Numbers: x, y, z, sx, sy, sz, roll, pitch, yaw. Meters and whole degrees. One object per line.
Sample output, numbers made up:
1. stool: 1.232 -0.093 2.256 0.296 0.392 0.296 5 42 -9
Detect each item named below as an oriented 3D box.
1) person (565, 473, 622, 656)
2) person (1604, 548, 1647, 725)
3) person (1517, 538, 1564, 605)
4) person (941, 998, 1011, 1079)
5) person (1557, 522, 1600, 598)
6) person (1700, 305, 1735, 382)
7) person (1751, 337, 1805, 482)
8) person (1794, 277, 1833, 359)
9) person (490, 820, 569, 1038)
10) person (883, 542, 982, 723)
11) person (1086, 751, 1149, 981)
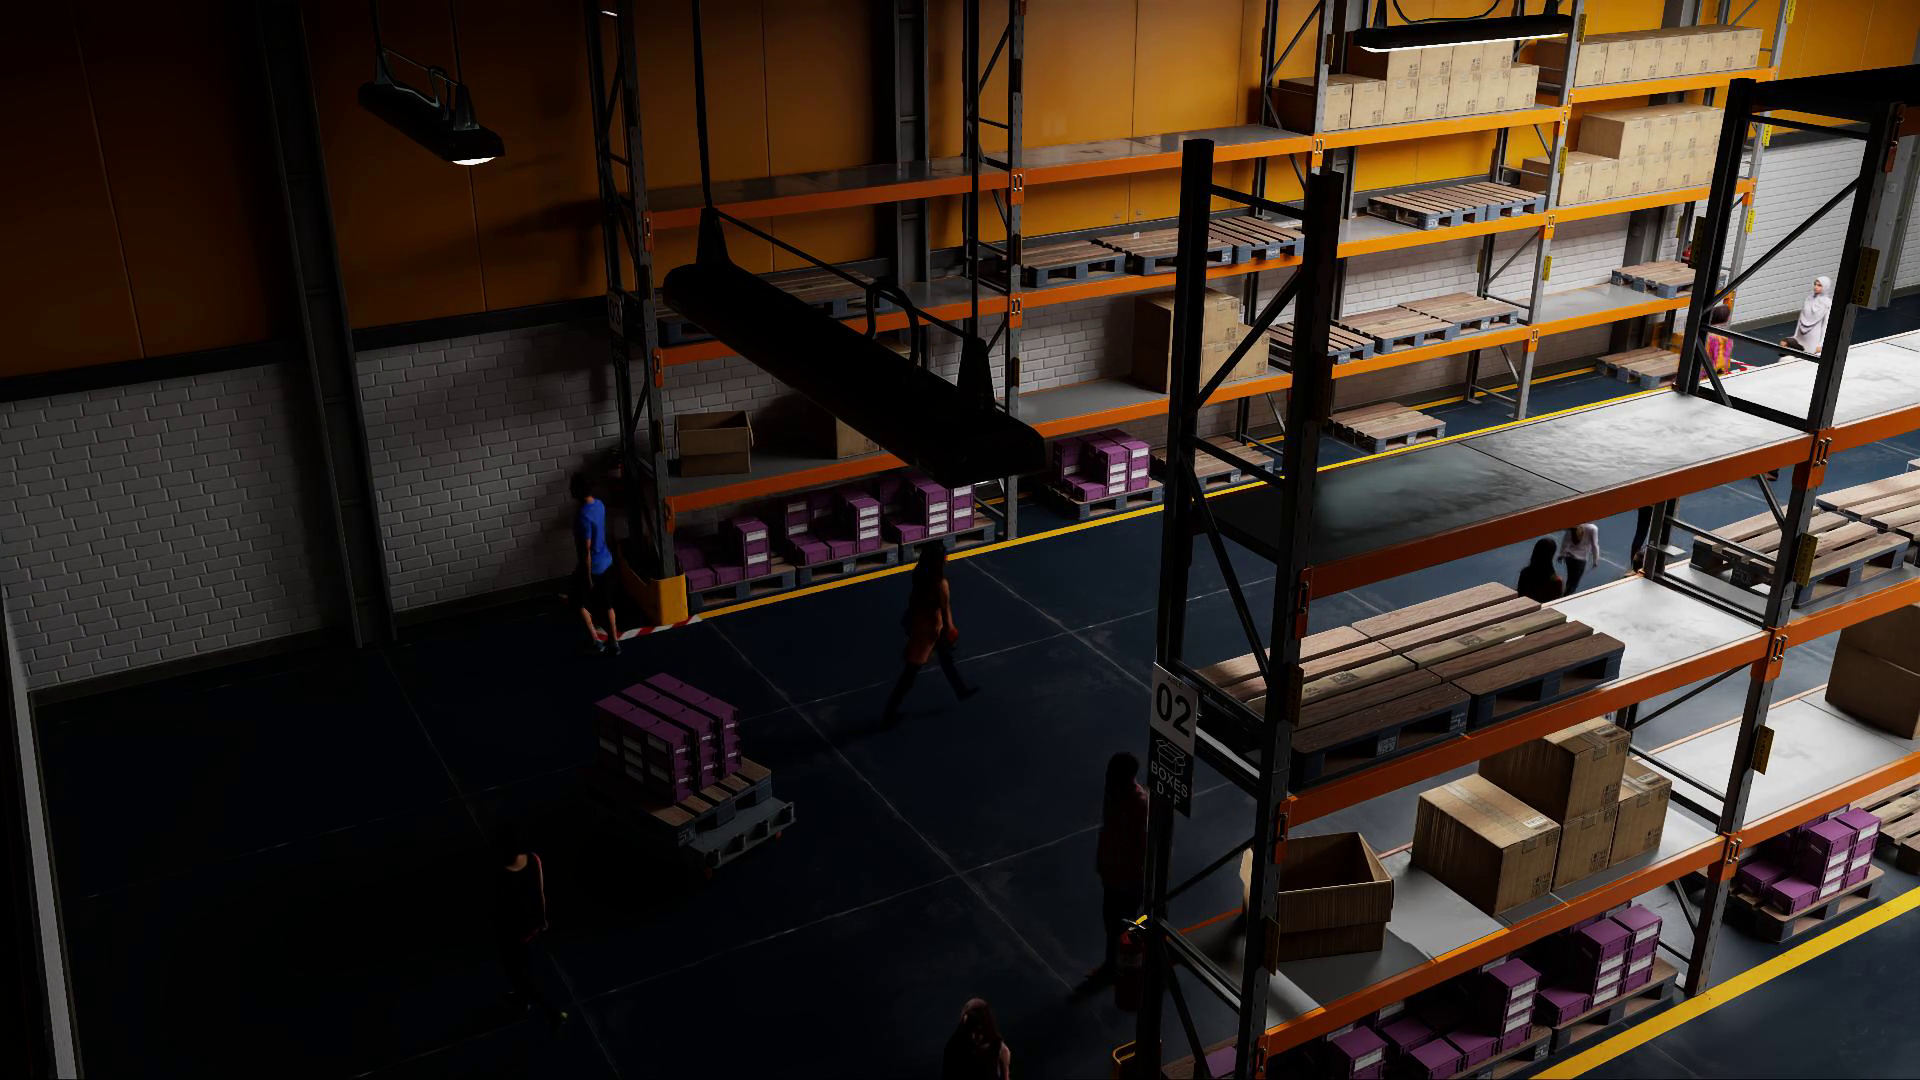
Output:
1. person: -3.359 0.263 15.627 0.834 1.852 0.777 5 24 11
2. person: 5.942 0.833 14.566 0.853 1.658 1.134 16 28 32
3. person: 4.998 0.822 14.599 1.062 1.651 0.586 -16 28 -32
4. person: 0.095 3.177 9.358 1.037 1.534 1.054 5 24 11
5. person: 6.070 0.203 16.496 0.702 1.265 0.518 -16 28 -32
6. person: 9.713 -2.256 21.620 1.126 1.666 0.799 -21 31 -39
7. person: 9.844 -1.588 19.984 0.797 1.753 0.747 5 24 11
8. person: 11.502 -2.692 22.482 0.557 1.775 0.626 -10 26 -22
9. person: -2.832 2.540 10.822 0.870 1.528 0.974 16 28 32
10. person: -0.353 0.854 14.518 1.201 1.657 0.712 -14 27 -29
11. person: 1.189 2.209 11.250 0.769 1.791 0.696 -13 27 -27
